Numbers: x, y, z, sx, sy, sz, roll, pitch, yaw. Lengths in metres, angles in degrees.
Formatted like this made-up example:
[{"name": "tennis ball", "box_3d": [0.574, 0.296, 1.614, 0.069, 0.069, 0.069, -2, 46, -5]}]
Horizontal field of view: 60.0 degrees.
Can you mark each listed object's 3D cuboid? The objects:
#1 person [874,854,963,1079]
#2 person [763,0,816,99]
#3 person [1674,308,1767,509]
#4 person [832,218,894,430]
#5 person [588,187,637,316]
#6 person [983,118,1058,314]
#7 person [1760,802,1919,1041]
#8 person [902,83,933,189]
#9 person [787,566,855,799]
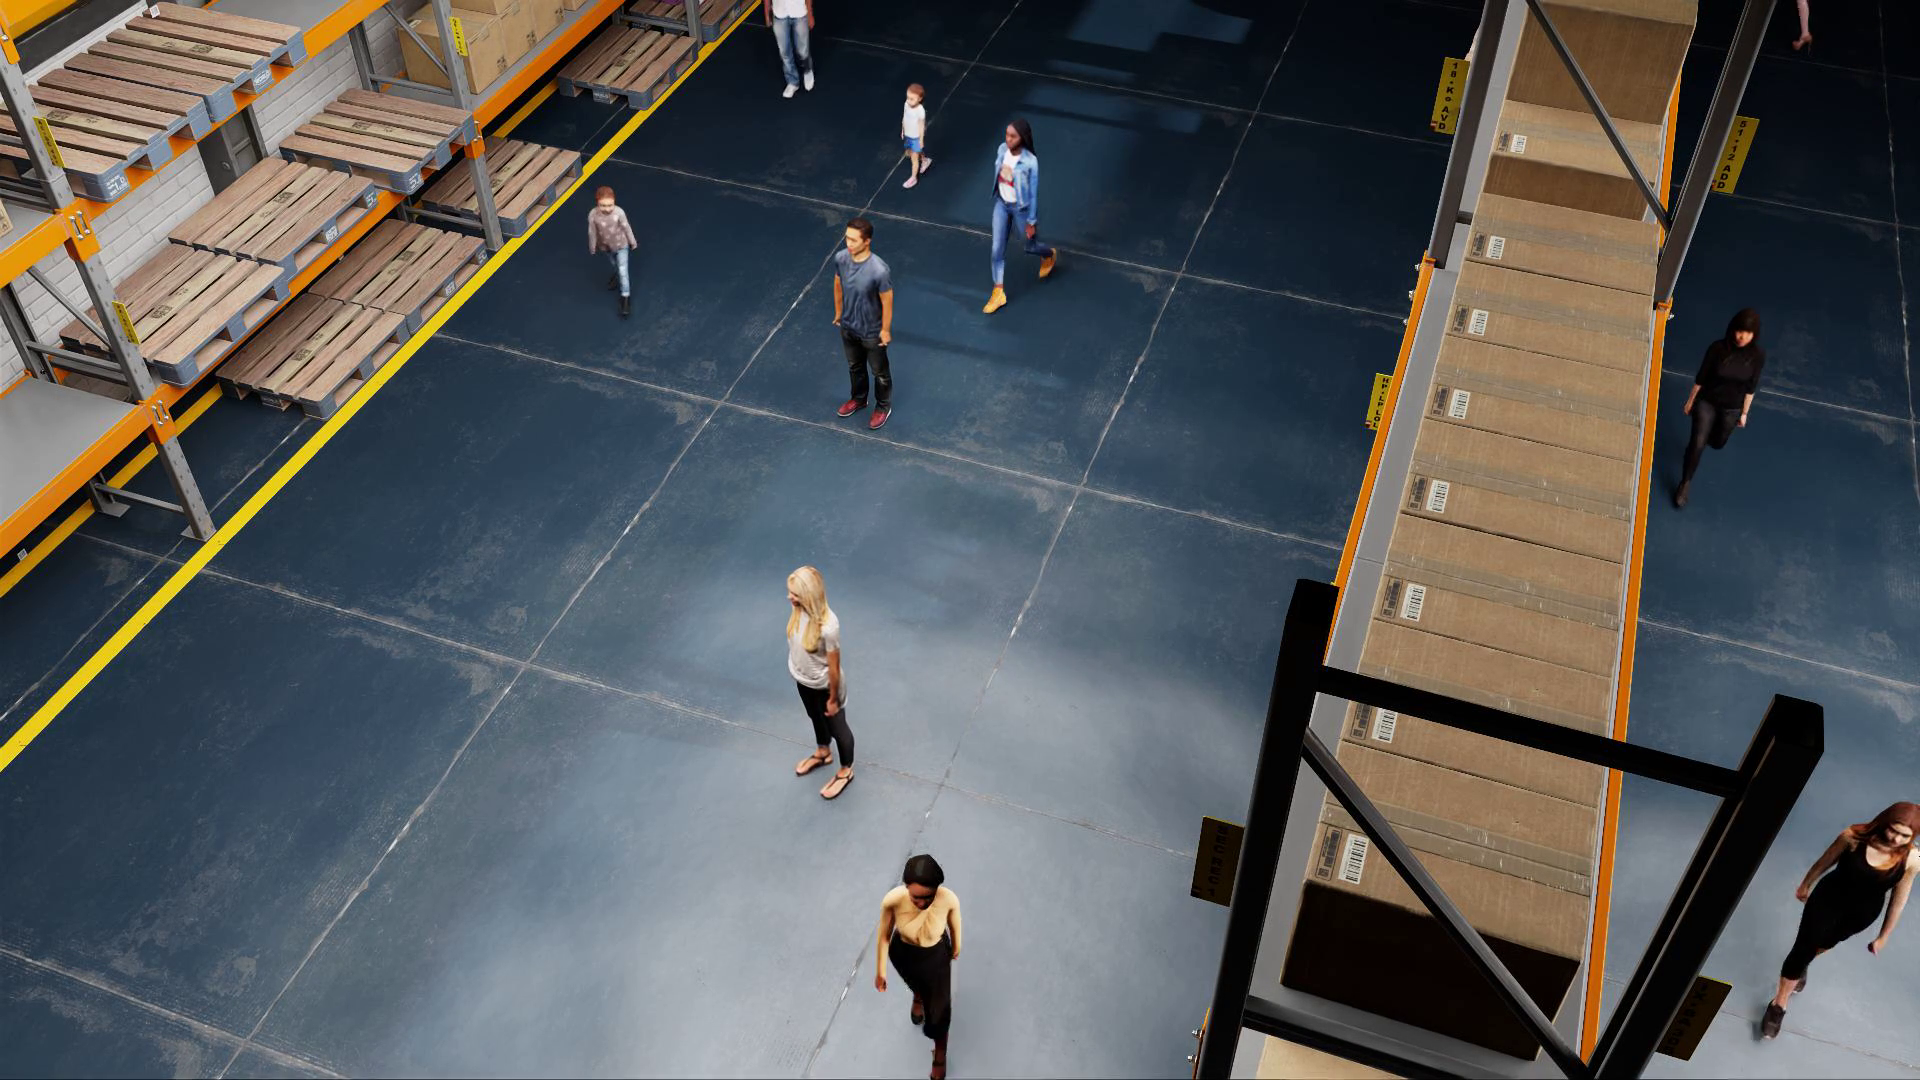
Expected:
[{"name": "person", "box_3d": [-0.206, 2.109, 8.752, 0.729, 1.635, 0.891, 4, 44, 4]}, {"name": "person", "box_3d": [-1.639, -5.243, 16.351, 0.696, 1.798, 0.713, 8, 44, 9]}, {"name": "person", "box_3d": [5.499, -1.022, 12.048, 0.603, 1.623, 0.931, 12, 45, 13]}, {"name": "person", "box_3d": [-0.718, -1.650, 12.571, 0.711, 1.809, 0.619, 25, 49, 24]}, {"name": "person", "box_3d": [-2.903, -2.508, 13.947, 0.705, 1.155, 0.917, 3, 44, 3]}, {"name": "person", "box_3d": [0.526, -2.731, 13.797, 0.880, 1.684, 1.194, 31, 52, 28]}, {"name": "person", "box_3d": [4.771, 1.888, 8.931, 0.660, 1.708, 0.937, 19, 47, 19]}, {"name": "person", "box_3d": [-0.392, -3.767, 15.368, 0.667, 1.016, 0.574, -30, 51, -28]}, {"name": "person", "box_3d": [-0.830, 0.824, 9.962, 0.667, 1.826, 0.665, -33, 53, -30]}]
